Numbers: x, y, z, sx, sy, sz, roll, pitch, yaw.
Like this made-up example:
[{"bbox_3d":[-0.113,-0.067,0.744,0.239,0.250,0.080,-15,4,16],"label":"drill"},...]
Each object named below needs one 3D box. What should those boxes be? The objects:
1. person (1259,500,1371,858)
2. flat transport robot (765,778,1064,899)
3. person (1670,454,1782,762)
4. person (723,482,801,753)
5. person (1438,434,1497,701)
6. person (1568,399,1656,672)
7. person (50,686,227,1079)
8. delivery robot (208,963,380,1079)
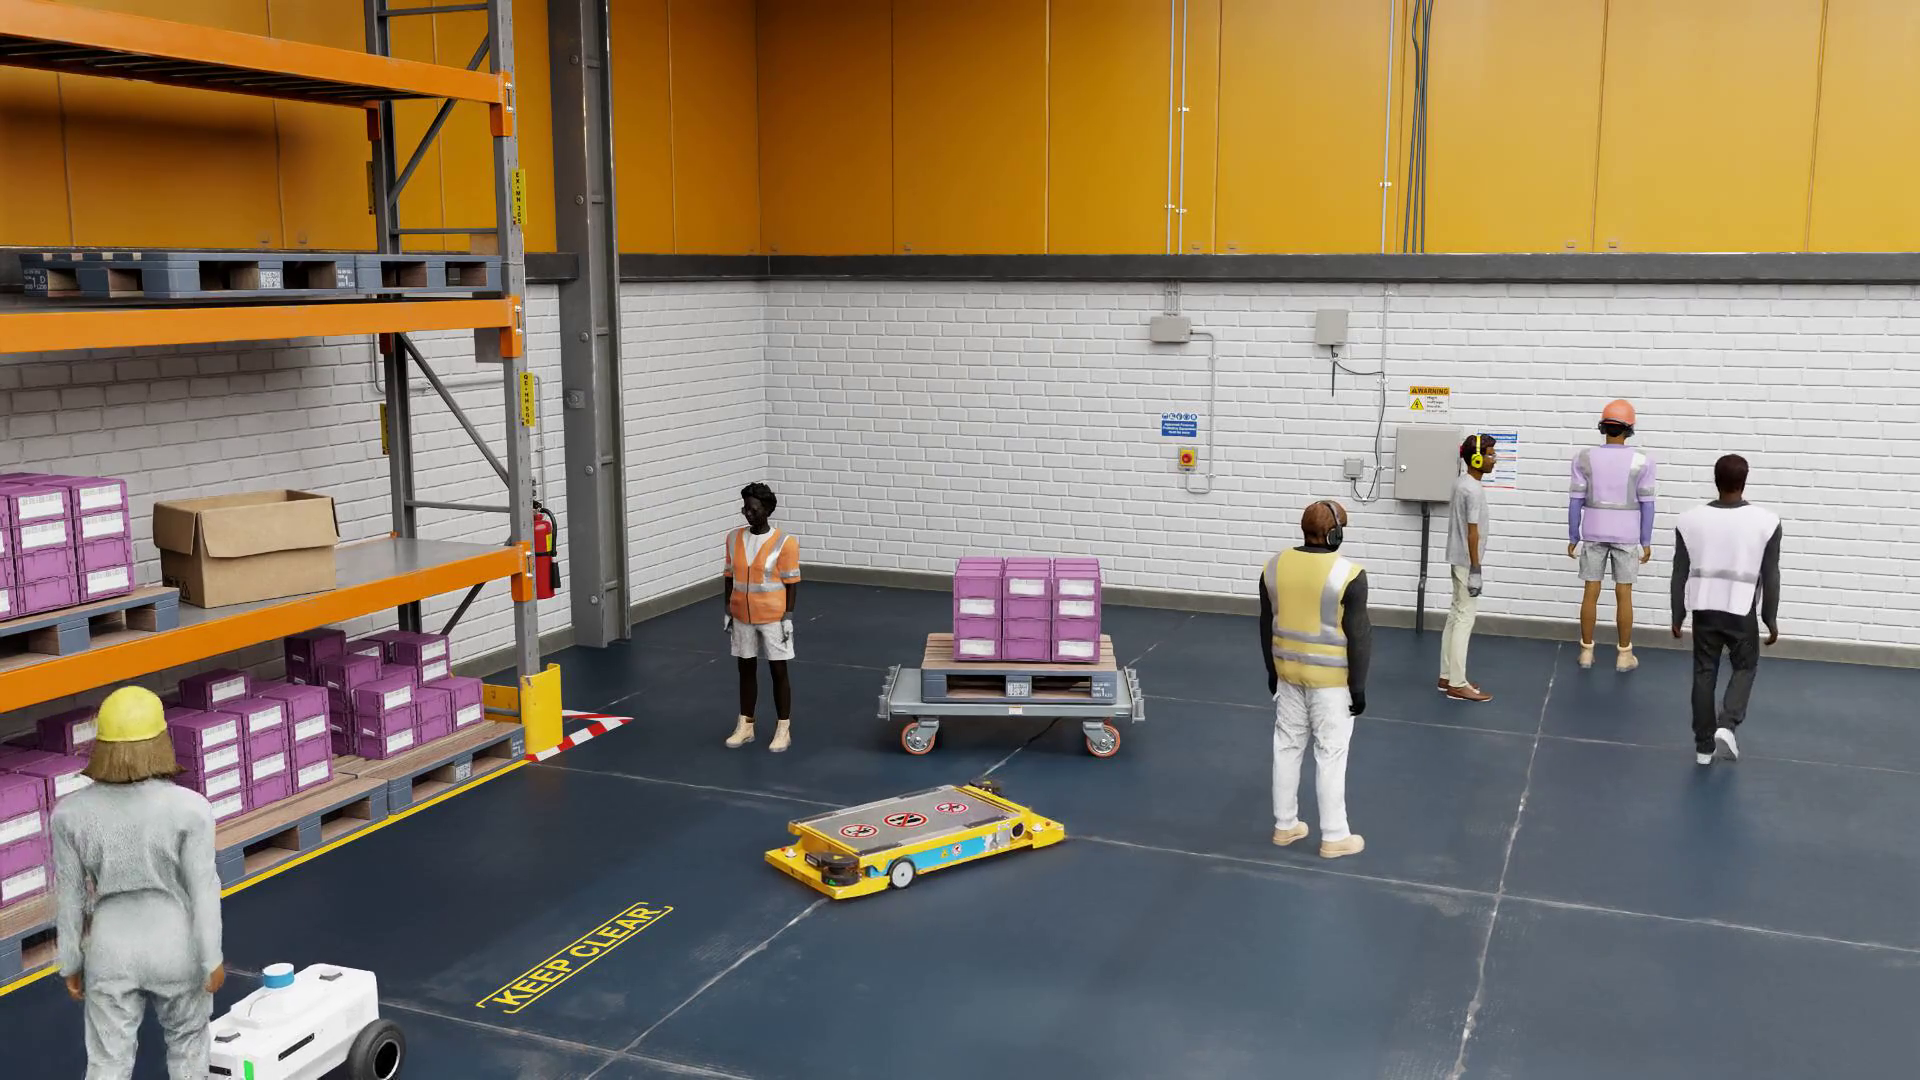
[{"bbox_3d":[1.846,0.707,8.603,0.430,1.844,0.624,-9,13,-44],"label":"person"},{"bbox_3d":[-0.217,1.505,8.515,1.431,0.197,0.652,-7,12,-37],"label":"flat transport robot"},{"bbox_3d":[4.641,0.427,10.107,0.622,1.903,0.440,6,11,32],"label":"person"},{"bbox_3d":[-1.252,0.481,10.412,0.534,1.697,0.318,4,10,22],"label":"person"},{"bbox_3d":[3.580,0.184,11.688,0.325,1.871,0.516,1,9,5],"label":"person"},{"bbox_3d":[4.885,-0.036,12.492,0.605,2.045,0.388,5,11,30],"label":"person"},{"bbox_3d":[-2.594,1.318,5.256,0.495,1.719,0.755,-2,10,-10],"label":"person"},{"bbox_3d":[-2.403,1.748,5.901,0.477,0.478,0.707,3,10,19],"label":"delivery robot"}]
